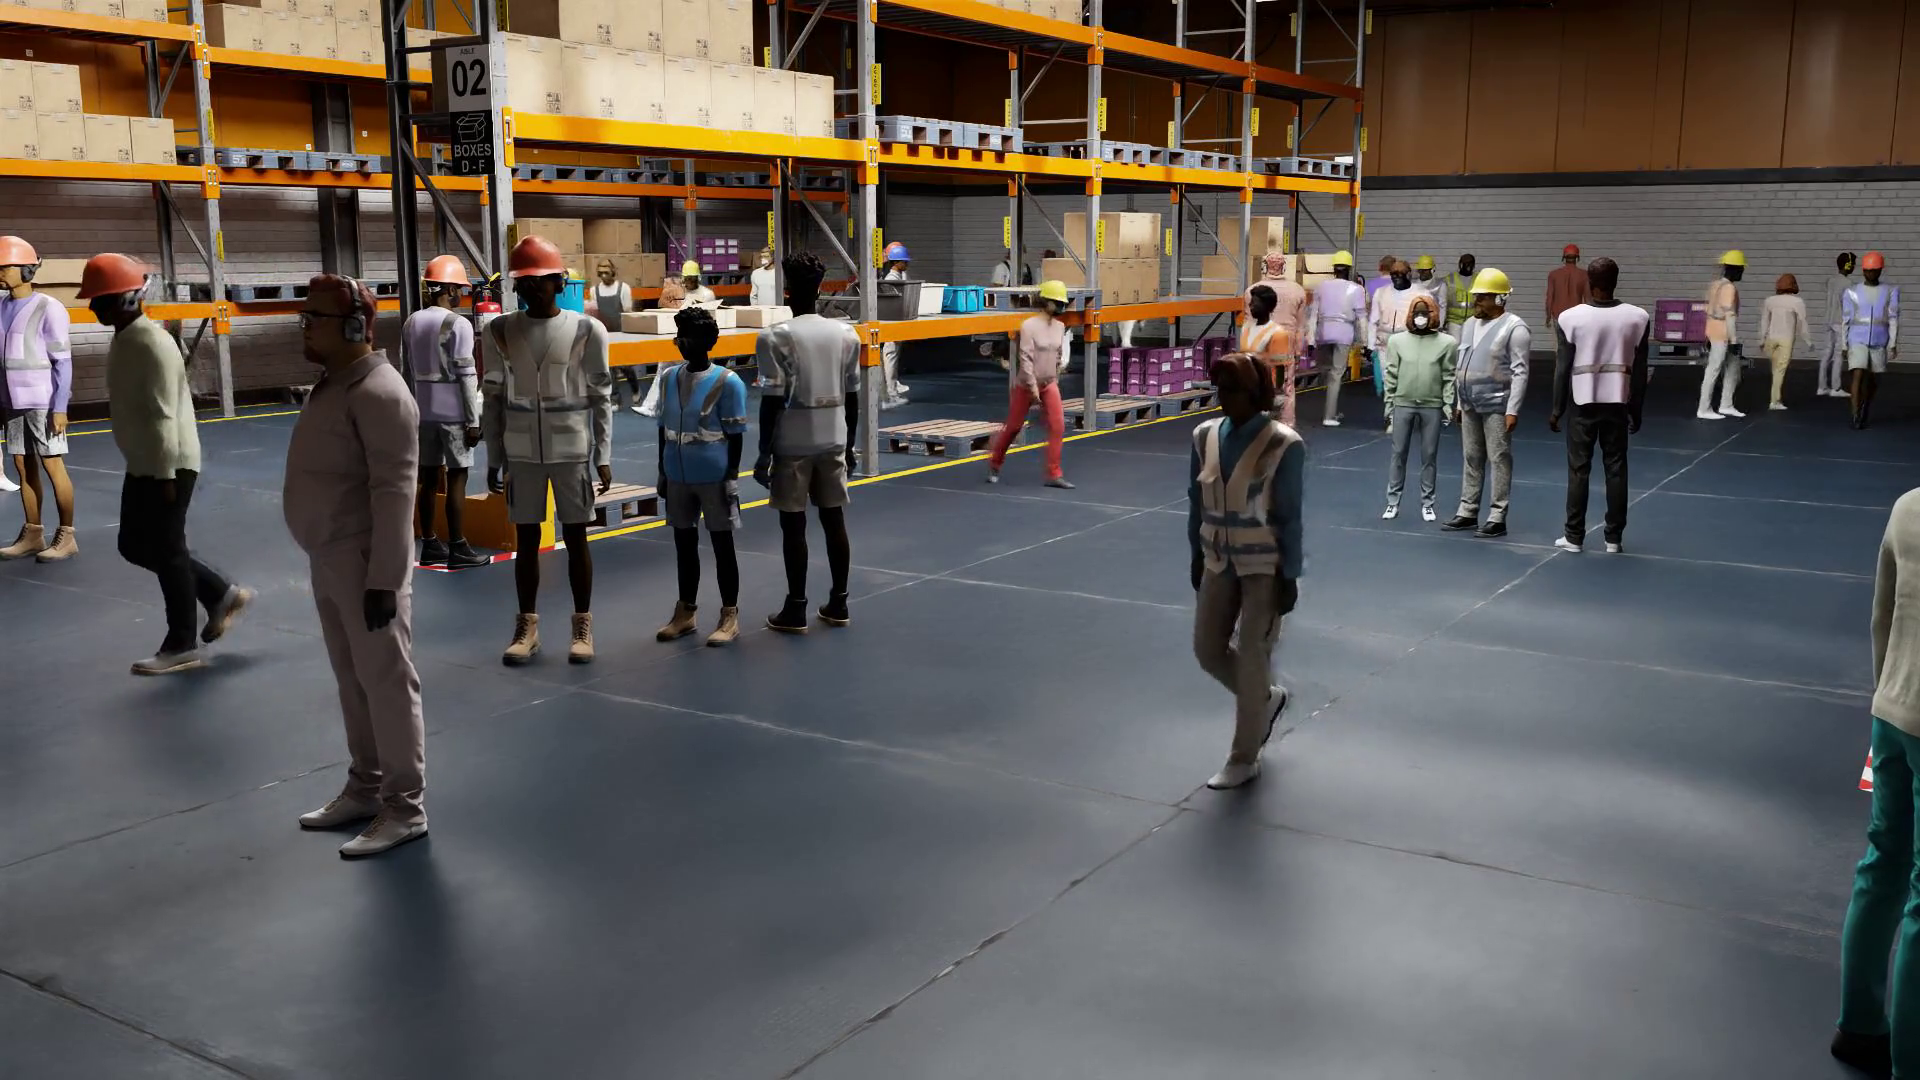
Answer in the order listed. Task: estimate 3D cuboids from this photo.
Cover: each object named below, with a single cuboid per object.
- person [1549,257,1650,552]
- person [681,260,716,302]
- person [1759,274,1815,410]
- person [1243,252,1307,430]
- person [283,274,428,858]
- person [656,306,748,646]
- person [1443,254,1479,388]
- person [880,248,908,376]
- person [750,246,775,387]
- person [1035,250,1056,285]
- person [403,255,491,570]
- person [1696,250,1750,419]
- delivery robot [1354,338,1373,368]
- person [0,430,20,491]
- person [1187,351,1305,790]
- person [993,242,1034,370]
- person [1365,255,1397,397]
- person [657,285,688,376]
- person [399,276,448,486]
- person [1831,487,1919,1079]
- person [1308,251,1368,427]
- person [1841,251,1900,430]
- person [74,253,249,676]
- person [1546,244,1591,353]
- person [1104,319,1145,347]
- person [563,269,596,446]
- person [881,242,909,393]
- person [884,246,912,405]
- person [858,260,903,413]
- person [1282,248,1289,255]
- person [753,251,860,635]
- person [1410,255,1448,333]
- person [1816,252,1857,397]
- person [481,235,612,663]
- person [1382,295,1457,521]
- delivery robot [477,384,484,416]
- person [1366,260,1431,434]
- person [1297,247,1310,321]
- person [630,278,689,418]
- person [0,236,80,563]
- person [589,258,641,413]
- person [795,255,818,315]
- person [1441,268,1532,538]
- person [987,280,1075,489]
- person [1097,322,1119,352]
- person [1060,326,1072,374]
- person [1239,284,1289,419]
[{"bbox_3d":[4.133,-0.864,10.773,0.588,1.914,0.391,1,10,7],"label":"person"},{"bbox_3d":[-3.208,-2.459,19.967,0.571,1.787,0.891,0,10,2],"label":"person"},{"bbox_3d":[9.975,-2.373,19.989,0.772,1.605,0.587,-6,12,-30],"label":"person"},{"bbox_3d":[3.042,-1.850,16.263,0.658,1.909,0.401,-2,10,-12],"label":"person"},{"bbox_3d":[-2.026,0.081,5.543,0.408,1.913,0.643,-8,13,-38],"label":"person"},{"bbox_3d":[-1.306,-0.316,8.337,0.533,1.697,0.318,5,11,27],"label":"person"},{"bbox_3d":[6.906,-2.997,22.817,0.644,1.839,0.452,1,10,7],"label":"person"},{"bbox_3d":[-1.001,-3.372,24.734,0.558,1.899,0.571,8,13,37],"label":"person"},{"bbox_3d":[-2.599,-3.057,22.850,0.628,1.940,0.377,5,11,24],"label":"person"},{"bbox_3d":[1.611,-4.380,30.478,0.569,1.825,0.942,-8,13,-39],"label":"person"},{"bbox_3d":[-3.155,-0.782,10.276,0.541,1.932,0.382,6,12,30],"label":"person"},{"bbox_3d":[8.680,-2.295,18.699,0.684,1.904,0.624,3,11,15],"label":"person"},{"bbox_3d":[5.868,-2.769,24.829,0.477,0.478,0.707,-3,11,-17],"label":"delivery robot"},{"bbox_3d":[-7.823,-1.302,13.223,0.407,1.905,0.655,4,11,21],"label":"person"},{"bbox_3d":[1.099,0.103,6.206,0.475,1.622,0.528,-9,14,-42],"label":"person"},{"bbox_3d":[0.889,-3.612,25.643,0.703,2.000,0.536,-7,12,-32],"label":"person"},{"bbox_3d":[5.500,-2.757,21.494,0.576,1.826,0.444,2,10,13],"label":"person"},{"bbox_3d":[-2.478,-1.400,14.516,0.280,1.634,0.498,-2,10,-12],"label":"person"},{"bbox_3d":[-4.401,-1.289,13.599,0.485,1.744,0.294,6,12,30],"label":"person"},{"bbox_3d":[2.315,0.454,3.876,0.312,1.767,0.533,0,10,2],"label":"person"},{"bbox_3d":[4.183,-2.195,18.178,0.612,1.891,0.839,9,13,40],"label":"person"},{"bbox_3d":[9.839,-2.174,18.037,0.544,1.913,0.849,4,11,21],"label":"person"},{"bbox_3d":[-3.738,-0.352,7.800,0.621,1.970,0.628,10,14,43],"label":"person"},{"bbox_3d":[8.789,-3.287,24.047,0.619,1.975,0.722,5,11,26],"label":"person"},{"bbox_3d":[2.420,-3.244,24.241,0.518,1.823,0.993,7,12,35],"label":"person"},{"bbox_3d":[-3.755,-1.785,16.373,0.524,1.734,0.582,9,14,41],"label":"person"},{"bbox_3d":[-0.872,-2.966,22.191,0.378,1.996,0.610,2,10,9],"label":"person"},{"bbox_3d":[-0.786,-2.649,20.562,0.404,1.948,0.605,0,10,3],"label":"person"},{"bbox_3d":[-1.048,-2.398,19.530,0.560,1.815,0.959,8,13,36],"label":"person"},{"bbox_3d":[5.520,-4.011,28.238,0.403,1.905,0.651,-3,11,-15],"label":"person"},{"bbox_3d":[-0.792,-0.497,8.587,0.617,1.964,0.361,-8,13,-36],"label":"person"},{"bbox_3d":[6.238,-2.919,22.409,0.588,1.824,0.403,8,13,39],"label":"person"},{"bbox_3d":[11.397,-2.783,21.548,0.344,1.865,0.536,-2,10,-8],"label":"person"},{"bbox_3d":[-1.962,-0.414,7.915,0.611,2.042,0.396,0,10,-1],"label":"person"},{"bbox_3d":[3.312,-0.947,12.006,0.501,1.633,0.282,3,11,18],"label":"person"},{"bbox_3d":[-4.865,-1.366,17.057,0.707,0.478,0.477,-9,13,-40],"label":"delivery robot"},{"bbox_3d":[4.507,-1.973,17.207,0.622,1.808,0.702,6,12,31],"label":"person"},{"bbox_3d":[5.044,-3.492,25.340,0.543,1.915,0.650,0,10,2],"label":"person"},{"bbox_3d":[-3.276,-2.145,18.745,0.877,1.594,0.522,-8,13,-36],"label":"person"},{"bbox_3d":[-5.861,-0.874,10.462,0.605,2.045,0.377,4,11,20],"label":"person"},{"bbox_3d":[-4.057,-2.414,19.632,0.550,1.818,0.603,1,10,8],"label":"person"},{"bbox_3d":[-2.200,-3.193,23.980,1.008,1.821,0.614,-8,13,-36],"label":"person"},{"bbox_3d":[3.600,-0.933,11.375,0.404,1.834,0.591,-5,11,-25],"label":"person"},{"bbox_3d":[0.575,-1.289,13.692,0.543,1.711,0.820,-8,13,-39],"label":"person"},{"bbox_3d":[2.633,-4.282,29.775,0.628,1.902,1.021,-1,10,-7],"label":"person"},{"bbox_3d":[1.559,-3.417,25.286,0.440,1.788,0.781,8,13,38],"label":"person"},{"bbox_3d":[2.461,-1.207,13.314,0.699,1.680,0.536,-4,11,-22],"label":"person"}]
